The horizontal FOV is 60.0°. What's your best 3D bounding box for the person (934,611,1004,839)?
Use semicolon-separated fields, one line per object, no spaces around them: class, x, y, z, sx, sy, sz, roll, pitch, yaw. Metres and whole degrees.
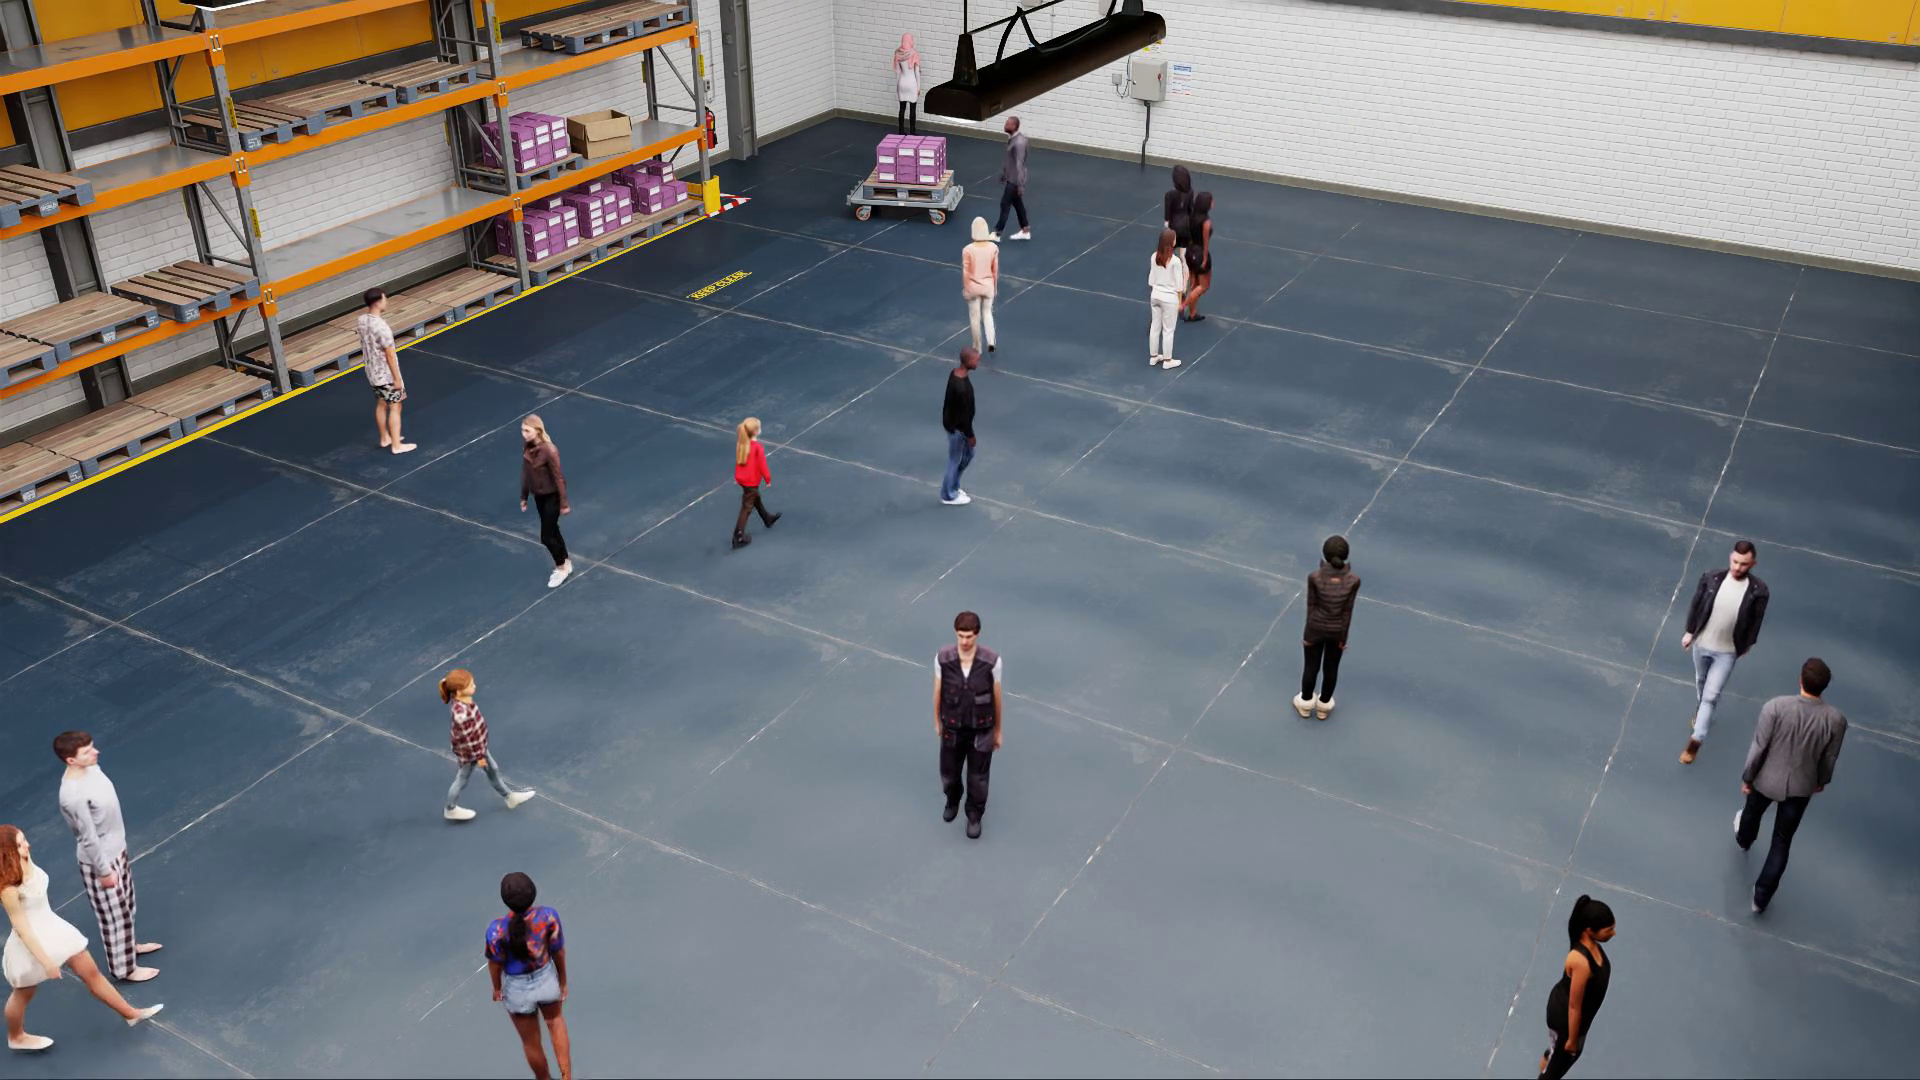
person;0.068;1.275;11.931;0.779;1.838;0.813;1;29;2

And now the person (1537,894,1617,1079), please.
person;3.490;2.698;9.501;0.656;1.667;0.478;12;31;20

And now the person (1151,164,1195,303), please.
person;2.859;-3.920;21.531;0.998;1.764;1.042;-9;30;-16

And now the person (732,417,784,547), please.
person;-2.051;-0.538;15.870;0.645;1.249;0.939;25;37;38

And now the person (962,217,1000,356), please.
person;0.256;-2.988;19.874;0.815;1.715;0.871;-8;30;-15

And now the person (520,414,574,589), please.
person;-3.697;-0.410;15.177;0.664;1.687;0.651;23;36;36

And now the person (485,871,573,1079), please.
person;-2.436;2.638;9.544;0.747;1.731;0.806;-14;31;-23

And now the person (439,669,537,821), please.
person;-3.629;1.515;12.084;0.935;1.269;0.906;-5;29;-9

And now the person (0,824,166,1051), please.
person;-5.640;2.433;9.995;1.071;1.658;1.148;-2;29;-4

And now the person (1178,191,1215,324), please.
person;2.899;-3.488;20.778;0.924;1.728;0.837;-13;31;-22

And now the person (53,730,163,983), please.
person;-5.475;1.994;10.604;0.765;1.847;0.700;-7;29;-13

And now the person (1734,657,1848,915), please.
person;5.544;1.694;11.186;0.804;1.816;1.184;12;31;20

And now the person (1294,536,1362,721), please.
person;2.899;0.724;13.125;0.679;1.661;0.744;6;29;11

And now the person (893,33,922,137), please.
person;-0.895;-7.800;28.604;0.672;1.803;0.654;9;30;16

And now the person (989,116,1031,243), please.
person;0.870;-5.125;23.711;1.095;1.792;1.068;-3;29;-6

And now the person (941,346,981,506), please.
person;-0.106;-1.106;16.412;0.804;1.726;0.710;-1;29;-1

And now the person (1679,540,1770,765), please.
person;5.881;0.774;12.886;0.747;1.803;1.162;19;34;31

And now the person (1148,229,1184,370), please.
person;2.430;-2.857;19.664;0.641;1.688;0.607;24;37;37

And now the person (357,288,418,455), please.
person;-6.113;-1.787;17.572;0.706;1.812;0.628;21;35;34
